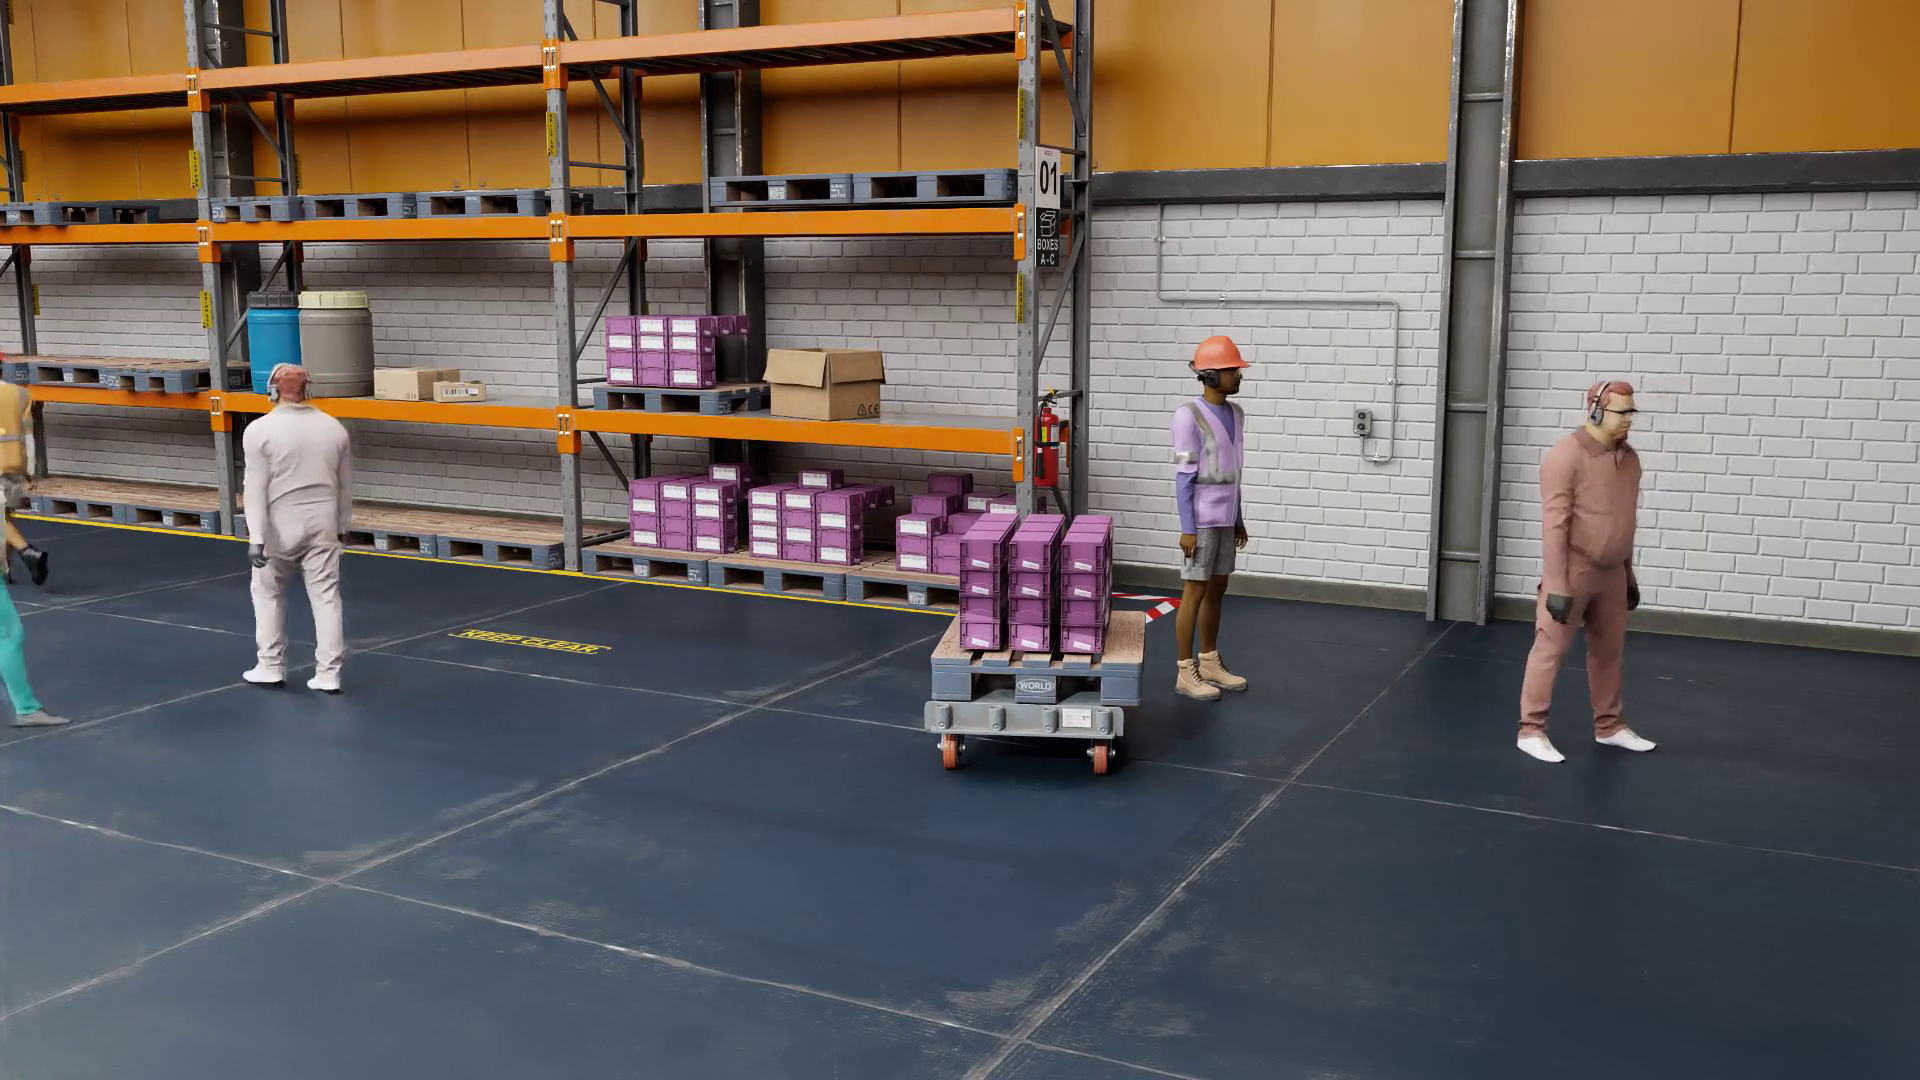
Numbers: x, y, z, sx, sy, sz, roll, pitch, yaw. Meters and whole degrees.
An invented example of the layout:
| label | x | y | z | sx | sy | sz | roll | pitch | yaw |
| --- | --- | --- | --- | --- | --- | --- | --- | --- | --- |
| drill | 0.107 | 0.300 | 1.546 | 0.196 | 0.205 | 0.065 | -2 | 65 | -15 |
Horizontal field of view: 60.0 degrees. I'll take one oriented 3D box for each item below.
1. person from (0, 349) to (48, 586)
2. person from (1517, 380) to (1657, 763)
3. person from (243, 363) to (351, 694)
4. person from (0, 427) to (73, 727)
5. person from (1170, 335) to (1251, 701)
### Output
| label | x | y | z | sx | sy | sz | roll | pitch | yaw |
| --- | --- | --- | --- | --- | --- | --- | --- | --- | --- |
| person | -7.221 | -0.564 | 12.569 | 0.832 | 1.911 | 0.546 | 5 | 10 | 28 |
| person | 3.131 | 0.147 | 8.220 | 0.682 | 1.900 | 0.397 | -6 | 11 | -31 |
| person | -3.847 | -0.067 | 9.538 | 0.791 | 1.877 | 0.684 | 7 | 12 | 39 |
| person | -5.170 | 0.150 | 8.666 | 0.801 | 1.741 | 0.529 | -3 | 10 | -17 |
| person | 1.435 | -0.128 | 9.416 | 0.363 | 2.048 | 0.609 | 8 | 12 | 39 |
